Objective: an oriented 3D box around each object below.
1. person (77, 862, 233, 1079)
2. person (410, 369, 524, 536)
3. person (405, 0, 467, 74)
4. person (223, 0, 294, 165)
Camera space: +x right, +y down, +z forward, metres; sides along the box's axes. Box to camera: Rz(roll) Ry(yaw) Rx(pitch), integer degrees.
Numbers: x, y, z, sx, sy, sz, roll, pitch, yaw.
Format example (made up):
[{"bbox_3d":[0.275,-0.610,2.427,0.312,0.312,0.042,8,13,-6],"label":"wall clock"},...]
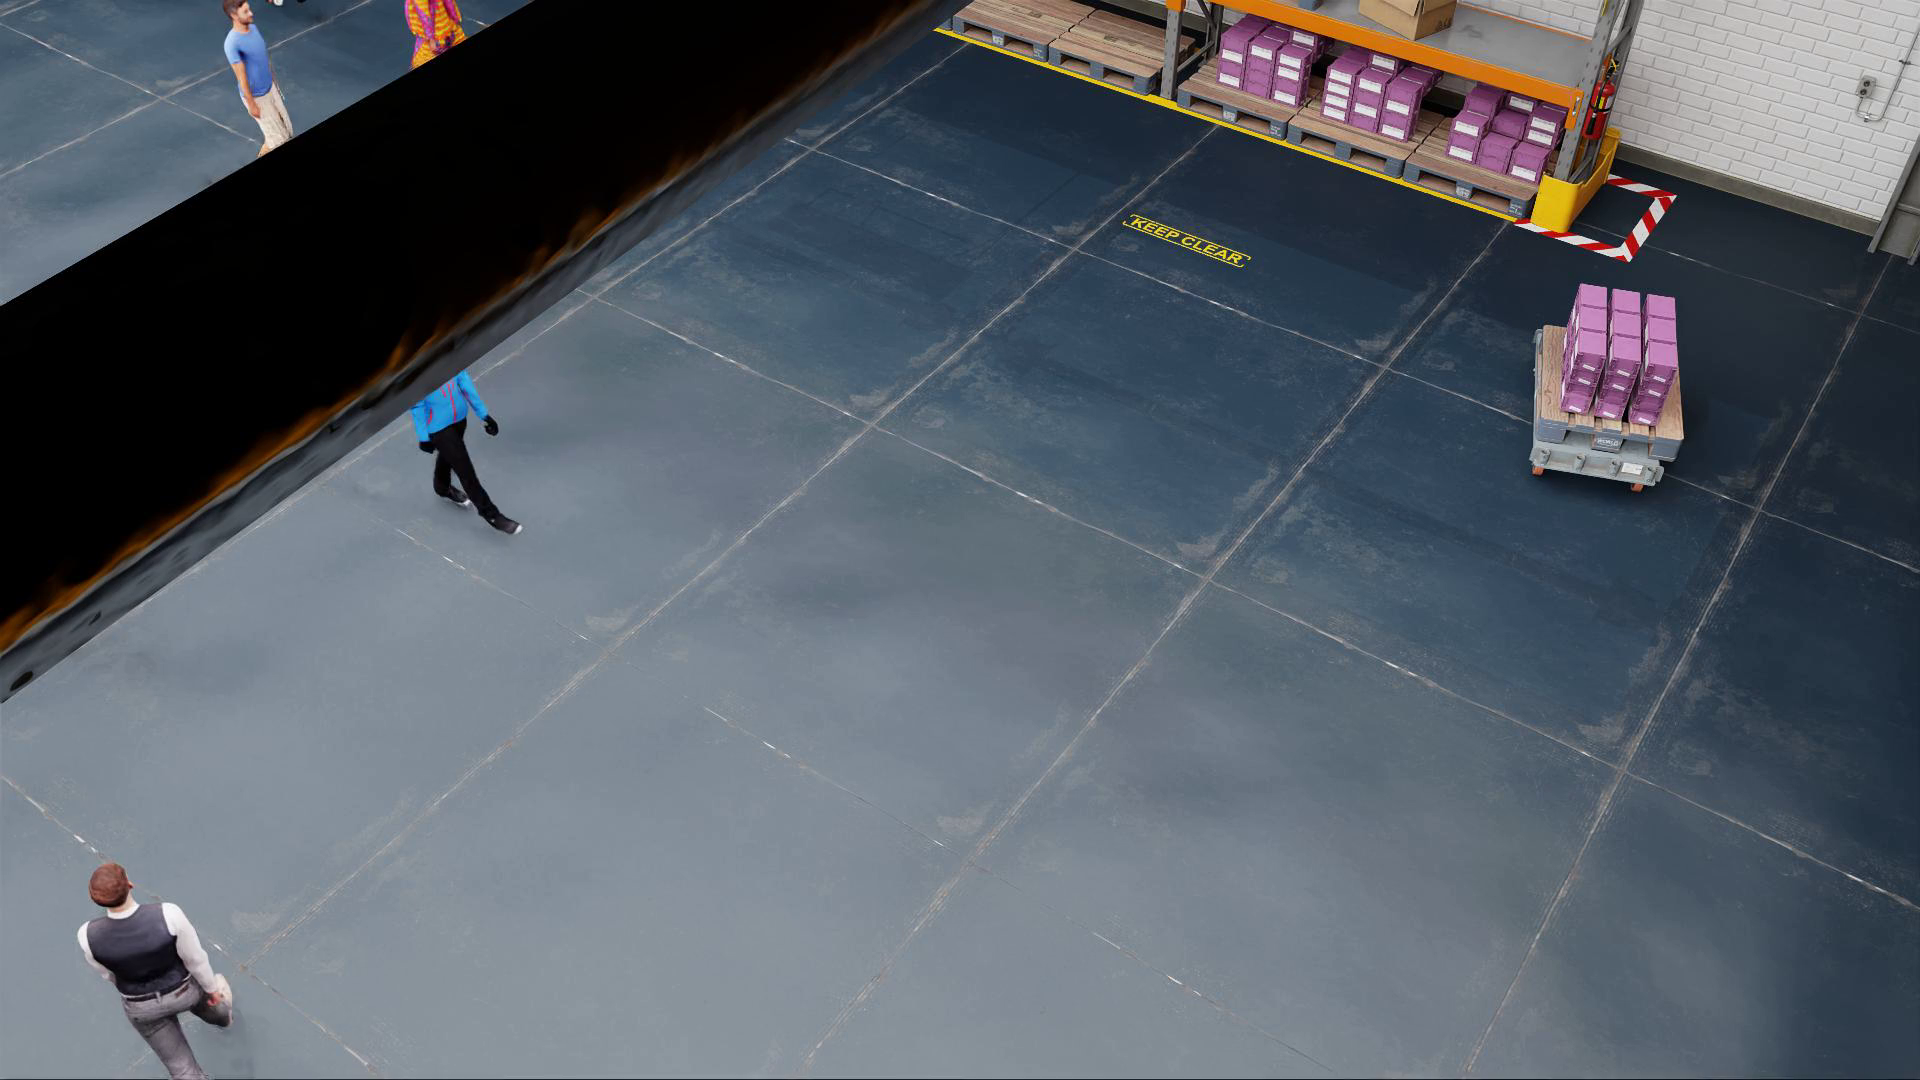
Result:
[{"bbox_3d":[-3.960,2.336,8.297,1.070,1.897,1.292,-18,47,-18],"label":"person"},{"bbox_3d":[-3.693,-0.840,11.747,1.168,1.737,0.743,18,47,18],"label":"person"},{"bbox_3d":[-5.025,-4.923,16.099,1.272,1.645,0.938,10,45,11],"label":"person"},{"bbox_3d":[-6.393,-4.030,15.008,0.886,1.857,0.811,6,44,6],"label":"person"}]
